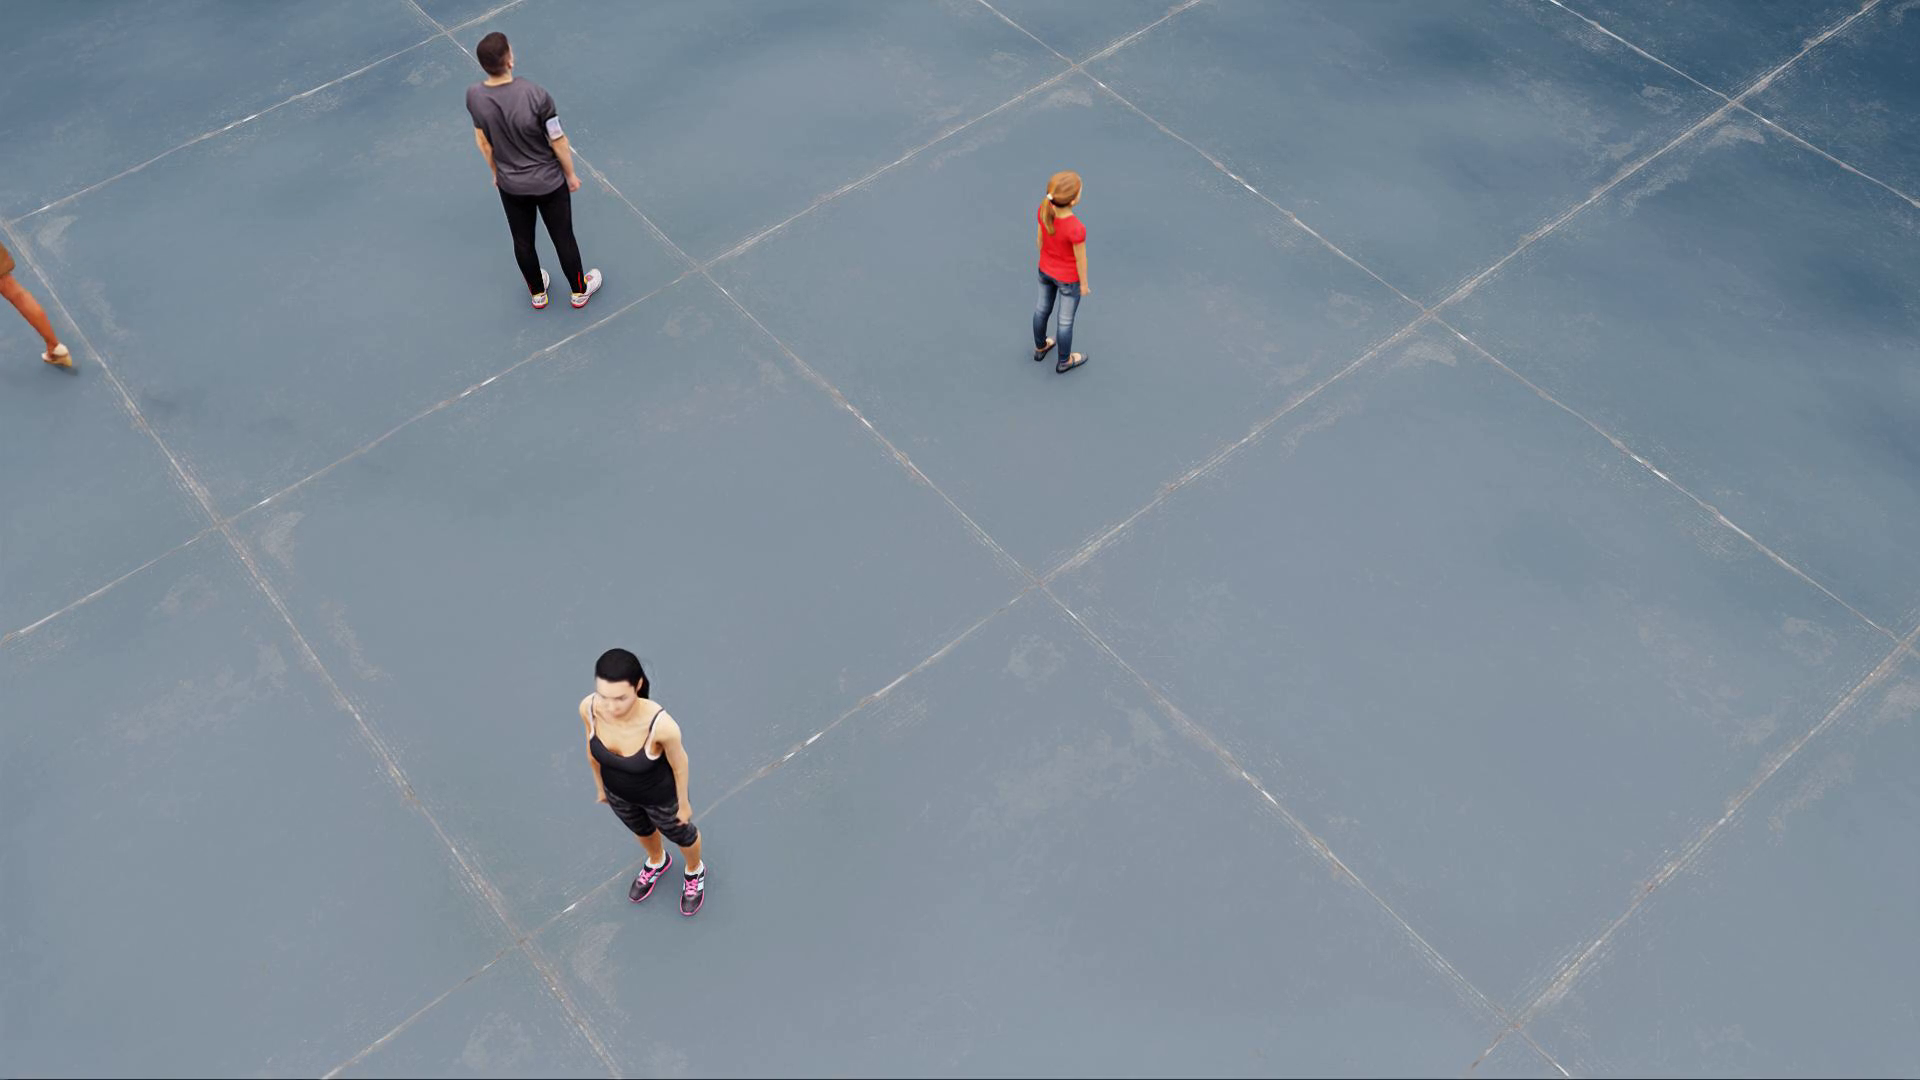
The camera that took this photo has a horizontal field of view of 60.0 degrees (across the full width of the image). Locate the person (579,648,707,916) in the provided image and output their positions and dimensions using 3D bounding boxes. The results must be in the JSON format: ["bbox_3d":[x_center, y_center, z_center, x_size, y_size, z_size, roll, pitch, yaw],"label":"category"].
[{"bbox_3d":[-1.256,0.979,6.690,0.663,1.730,0.694,14,53,10],"label":"person"}]

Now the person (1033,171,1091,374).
[{"bbox_3d":[0.525,-1.420,8.813,0.497,1.311,0.524,37,61,25],"label":"person"}]

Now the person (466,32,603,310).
[{"bbox_3d":[-2.315,-1.949,8.936,0.703,1.764,0.771,2,52,2],"label":"person"}]
